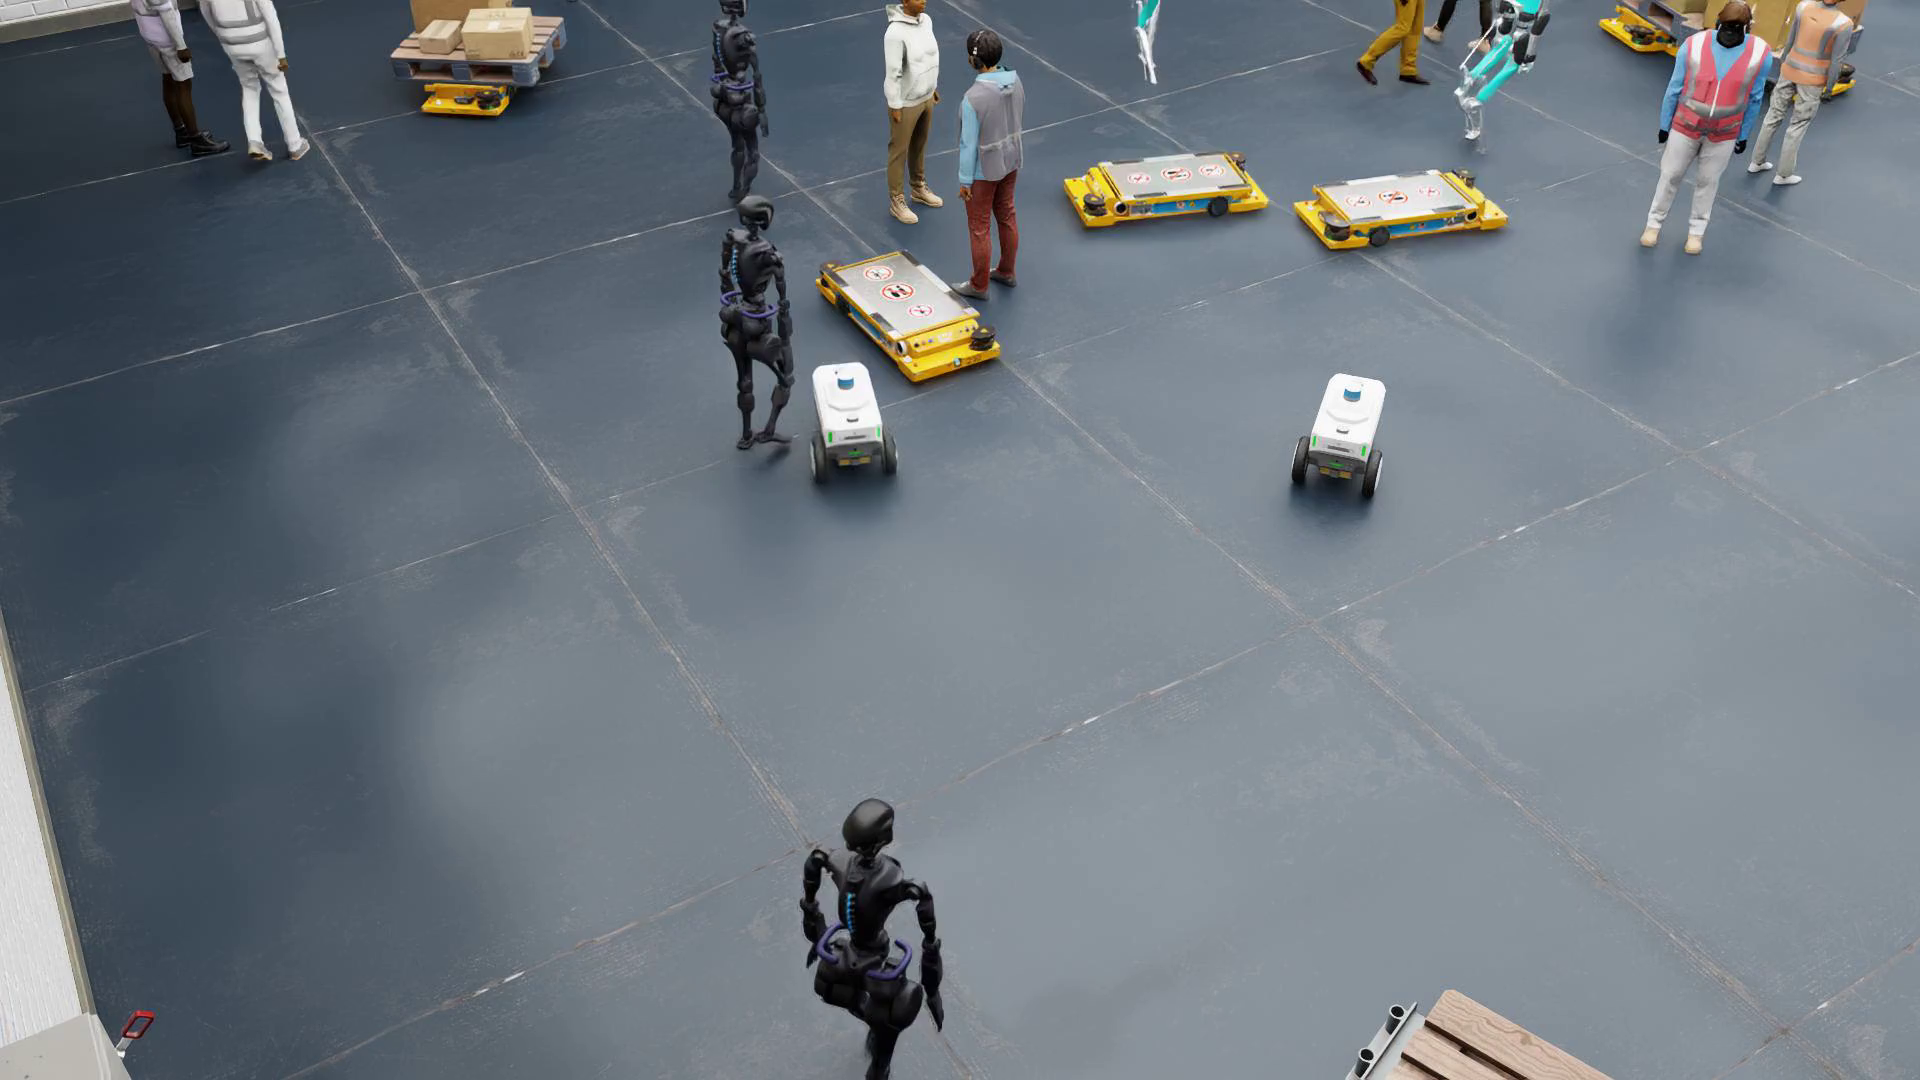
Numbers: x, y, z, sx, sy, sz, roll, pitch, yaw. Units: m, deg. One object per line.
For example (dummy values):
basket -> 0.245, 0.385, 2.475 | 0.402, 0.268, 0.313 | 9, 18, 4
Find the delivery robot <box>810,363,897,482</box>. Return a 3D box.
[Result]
delivery robot -> -0.672, -0.725, 9.983 | 0.499, 0.603, 0.794 | -7, 39, -9

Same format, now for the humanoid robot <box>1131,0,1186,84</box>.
humanoid robot -> 1.700, -4.797, 14.183 | 0.547, 1.783, 0.831 | -13, 40, -15

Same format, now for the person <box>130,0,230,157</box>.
person -> -6.164, -3.942, 12.924 | 0.550, 1.936, 0.354 | 31, 48, 33

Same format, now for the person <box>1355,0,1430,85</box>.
person -> 3.810, -4.693, 14.032 | 0.550, 1.736, 0.563 | 17, 42, 20

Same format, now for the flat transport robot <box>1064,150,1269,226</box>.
flat transport robot -> 1.567, -2.677, 12.670 | 1.431, 0.231, 0.659 | -8, 39, -10

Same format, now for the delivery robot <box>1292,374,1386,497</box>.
delivery robot -> 2.290, -0.640, 9.884 | 0.499, 0.614, 0.808 | 13, 40, 15

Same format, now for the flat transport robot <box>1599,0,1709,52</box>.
flat transport robot -> 6.694, -4.744, 15.278 | 1.431, 0.231, 0.659 | -9, 39, -11

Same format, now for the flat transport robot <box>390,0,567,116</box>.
flat transport robot -> -4.104, -4.052, 14.404 | 0.659, 0.231, 1.431 | 4, 39, 4

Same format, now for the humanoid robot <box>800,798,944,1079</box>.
humanoid robot -> -0.321, 1.573, 6.199 | 0.592, 1.622, 0.760 | 16, 41, 19

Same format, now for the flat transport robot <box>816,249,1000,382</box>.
flat transport robot -> -0.373, -1.553, 11.252 | 0.659, 0.231, 1.431 | -20, 43, -23

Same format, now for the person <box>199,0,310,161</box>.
person -> -5.470, -3.755, 12.755 | 0.579, 1.868, 0.519 | -1, 38, -1

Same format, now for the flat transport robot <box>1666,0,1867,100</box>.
flat transport robot -> 7.025, -4.206, 14.599 | 0.659, 0.231, 1.431 | -24, 44, -28

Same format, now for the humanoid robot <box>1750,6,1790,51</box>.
humanoid robot -> 6.787, -4.568, 13.872 | 0.539, 1.792, 0.674 | 14, 40, 17

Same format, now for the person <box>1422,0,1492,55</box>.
person -> 4.552, -5.156, 14.667 | 0.548, 1.667, 0.679 | -16, 41, -19

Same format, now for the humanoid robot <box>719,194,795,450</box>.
humanoid robot -> -1.210, -1.256, 9.748 | 0.608, 1.646, 0.345 | 30, 47, 32

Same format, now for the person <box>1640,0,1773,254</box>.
person -> 5.232, -2.893, 11.689 | 0.628, 1.835, 0.431 | 14, 41, 17

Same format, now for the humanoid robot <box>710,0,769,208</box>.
humanoid robot -> -1.647, -3.237, 12.245 | 0.357, 1.649, 0.590 | -31, 48, -33

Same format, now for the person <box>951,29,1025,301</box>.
person -> 0.206, -2.483, 11.137 | 0.416, 1.872, 0.534 | 30, 47, 32

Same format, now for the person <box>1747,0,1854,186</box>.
person -> 6.396, -3.487, 12.591 | 0.311, 1.634, 0.510 | -19, 42, -22

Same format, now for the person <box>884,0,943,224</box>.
person -> -0.368, -3.212, 12.139 | 0.372, 1.768, 0.523 | 24, 44, 27

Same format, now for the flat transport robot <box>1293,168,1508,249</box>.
flat transport robot -> 3.288, -2.474, 12.414 | 1.431, 0.231, 0.659 | -9, 39, -12

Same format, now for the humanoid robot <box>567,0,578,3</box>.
humanoid robot -> -3.862, -5.917, 15.641 | 0.494, 1.632, 0.595 | 27, 46, 30

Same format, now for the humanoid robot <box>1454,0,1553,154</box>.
humanoid robot -> 4.156, -3.799, 12.928 | 0.718, 1.829, 0.536 | -12, 40, -15
